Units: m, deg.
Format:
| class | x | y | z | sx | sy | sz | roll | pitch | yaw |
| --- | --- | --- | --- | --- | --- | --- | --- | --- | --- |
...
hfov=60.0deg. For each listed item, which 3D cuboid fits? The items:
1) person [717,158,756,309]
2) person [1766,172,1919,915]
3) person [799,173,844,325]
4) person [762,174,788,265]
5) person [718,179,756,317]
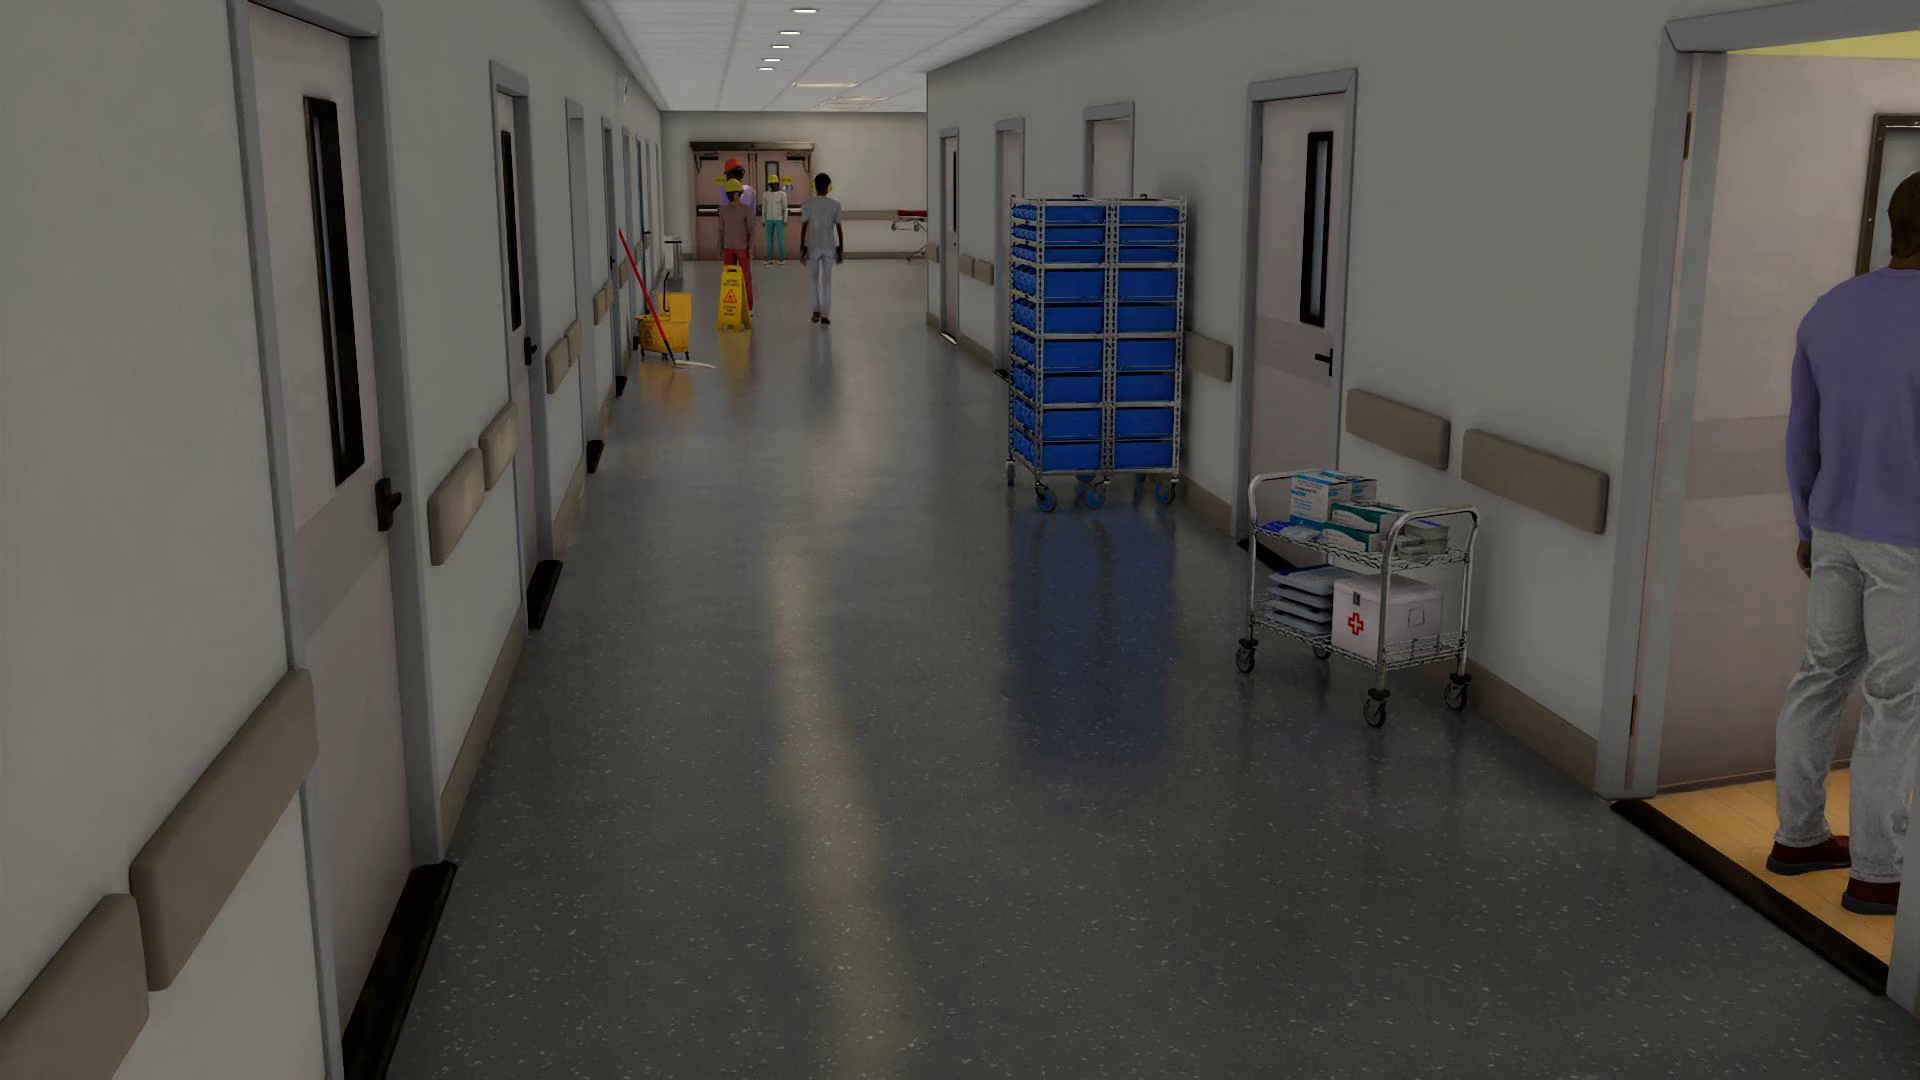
| class | x | y | z | sx | sy | sz | roll | pitch | yaw |
| --- | --- | --- | --- | --- | --- | --- | --- | --- | --- |
| person | -3.041 | -4.144 | 22.585 | 0.409 | 2.030 | 0.612 | 11 | 17 | 40 |
| person | 2.421 | 0.010 | 4.329 | 0.360 | 1.938 | 0.635 | -4 | 13 | -16 |
| person | -1.699 | -3.578 | 20.478 | 0.550 | 1.843 | 0.626 | 0 | 13 | -1 |
| person | -3.651 | -6.294 | 32.717 | 0.533 | 1.767 | 0.326 | 4 | 13 | 15 |
| person | -2.883 | -3.745 | 21.398 | 0.533 | 1.768 | 0.310 | 5 | 14 | 23 |
